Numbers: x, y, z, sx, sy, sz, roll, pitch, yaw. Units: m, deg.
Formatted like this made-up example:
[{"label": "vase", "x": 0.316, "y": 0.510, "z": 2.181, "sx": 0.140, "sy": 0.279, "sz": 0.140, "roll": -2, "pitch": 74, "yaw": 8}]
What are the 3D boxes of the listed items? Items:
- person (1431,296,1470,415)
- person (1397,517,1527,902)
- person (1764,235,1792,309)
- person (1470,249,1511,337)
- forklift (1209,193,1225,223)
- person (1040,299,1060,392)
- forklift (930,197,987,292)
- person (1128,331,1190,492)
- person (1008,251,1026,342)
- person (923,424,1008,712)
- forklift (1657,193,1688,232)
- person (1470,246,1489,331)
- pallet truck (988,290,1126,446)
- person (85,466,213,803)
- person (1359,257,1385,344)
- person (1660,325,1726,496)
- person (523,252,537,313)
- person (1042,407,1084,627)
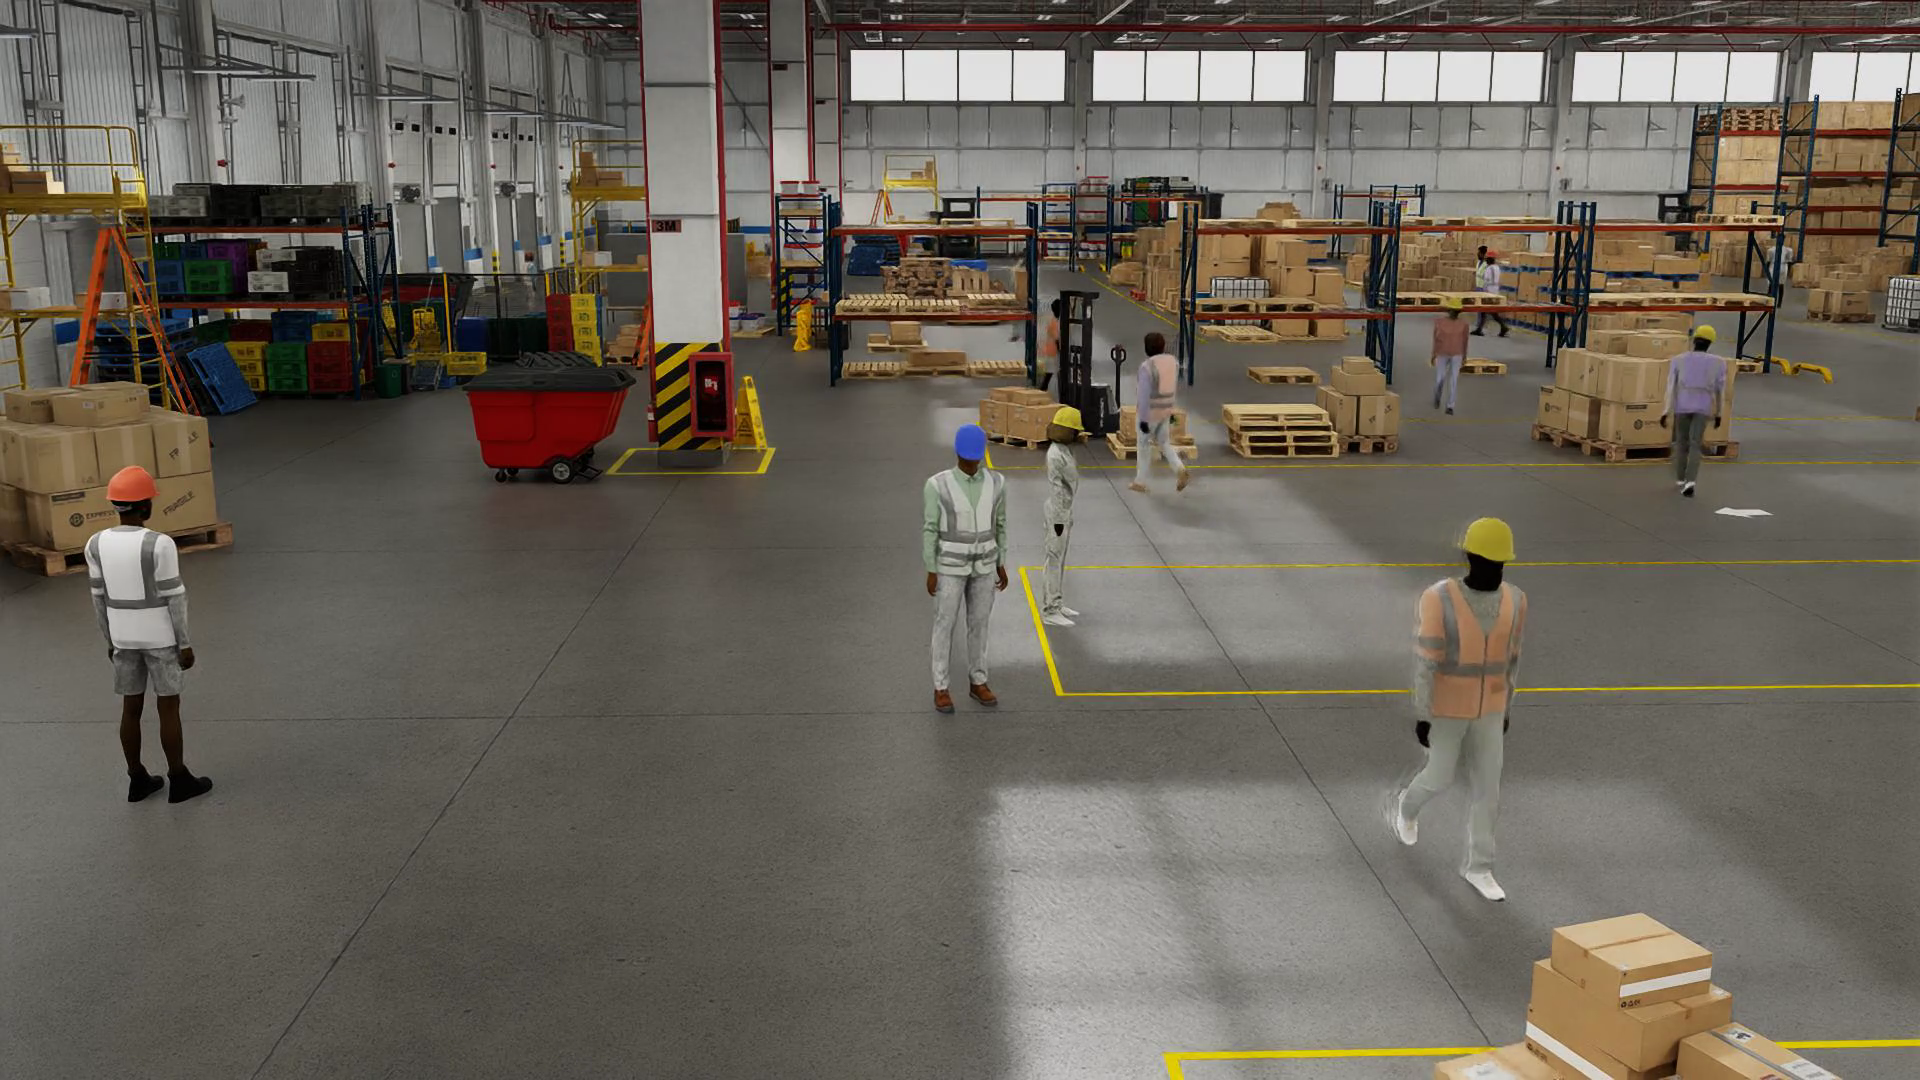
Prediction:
[{"label": "person", "x": 7.248, "y": -2.729, "z": 24.593, "sx": 0.549, "sy": 1.751, "sz": 0.374, "roll": 1, "pitch": 13, "yaw": 3}, {"label": "person", "x": 2.528, "y": 0.791, "z": 8.382, "sx": 0.596, "sy": 1.904, "sz": 0.766, "roll": -2, "pitch": 13, "yaw": -10}, {"label": "person", "x": 21.479, "y": -7.061, "z": 43.724, "sx": 0.623, "sy": 1.946, "sz": 0.443, "roll": 5, "pitch": 13, "yaw": 20}, {"label": "person", "x": 11.597, "y": -5.368, "z": 36.187, "sx": 0.899, "sy": 1.911, "sz": 0.551, "roll": 10, "pitch": 16, "yaw": 39}, {"label": "forklift", "x": 8.712, "y": -10.418, "z": 56.760, "sx": 1.873, "sy": 2.768, "sz": 1.129, "roll": 4, "pitch": 13, "yaw": 17}, {"label": "person", "x": 1.537, "y": -2.793, "z": 25.105, "sx": 0.792, "sy": 1.666, "sz": 0.547, "roll": 3, "pitch": 13, "yaw": 12}, {"label": "forklift", "x": -0.008, "y": -8.386, "z": 47.582, "sx": 1.129, "sy": 2.768, "sz": 1.873, "roll": -5, "pitch": 13, "yaw": -21}, {"label": "person", "x": 2.200, "y": -1.403, "z": 18.461, "sx": 0.636, "sy": 1.826, "sz": 0.699, "roll": -10, "pitch": 16, "yaw": -39}, {"label": "person", "x": 1.287, "y": -5.085, "z": 34.871, "sx": 0.652, "sy": 1.907, "sz": 0.814, "roll": 6, "pitch": 14, "yaw": 24}, {"label": "person", "x": 0.050, "y": 0.178, "z": 11.071, "sx": 0.605, "sy": 1.934, "sz": 0.418, "roll": -5, "pitch": 14, "yaw": -22}, {"label": "forklift", "x": 24.080, "y": -10.358, "z": 56.485, "sx": 1.129, "sy": 2.768, "sz": 1.873, "roll": -3, "pitch": 13, "yaw": -14}, {"label": "person", "x": 11.799, "y": -5.663, "z": 37.490, "sx": 0.391, "sy": 1.914, "sz": 0.590, "roll": -2, "pitch": 13, "yaw": -8}, {"label": "pallet truck", "x": 1.257, "y": -2.299, "z": 22.111, "sx": 1.885, "sy": 1.965, "sz": 0.823, "roll": -9, "pitch": 15, "yaw": -35}, {"label": "person", "x": -4.600, "y": 0.542, "z": 9.419, "sx": 0.545, "sy": 1.938, "sz": 0.359, "roll": 2, "pitch": 13, "yaw": 8}, {"label": "person", "x": 8.598, "y": -5.010, "z": 34.772, "sx": 0.396, "sy": 1.820, "sz": 0.531, "roll": -9, "pitch": 15, "yaw": -35}, {"label": "person", "x": 8.189, "y": -1.454, "z": 18.604, "sx": 0.637, "sy": 1.873, "sz": 0.984, "roll": 7, "pitch": 14, "yaw": 29}, {"label": "person", "x": -10.493, "y": -6.210, "z": 40.607, "sx": 0.313, "sy": 1.631, "sz": 0.516, "roll": -9, "pitch": 15, "yaw": -35}, {"label": "person", "x": 0.823, "y": -0.193, "z": 13.199, "sx": 0.306, "sy": 1.736, "sz": 0.484, "roll": 3, "pitch": 13, "yaw": 12}]
